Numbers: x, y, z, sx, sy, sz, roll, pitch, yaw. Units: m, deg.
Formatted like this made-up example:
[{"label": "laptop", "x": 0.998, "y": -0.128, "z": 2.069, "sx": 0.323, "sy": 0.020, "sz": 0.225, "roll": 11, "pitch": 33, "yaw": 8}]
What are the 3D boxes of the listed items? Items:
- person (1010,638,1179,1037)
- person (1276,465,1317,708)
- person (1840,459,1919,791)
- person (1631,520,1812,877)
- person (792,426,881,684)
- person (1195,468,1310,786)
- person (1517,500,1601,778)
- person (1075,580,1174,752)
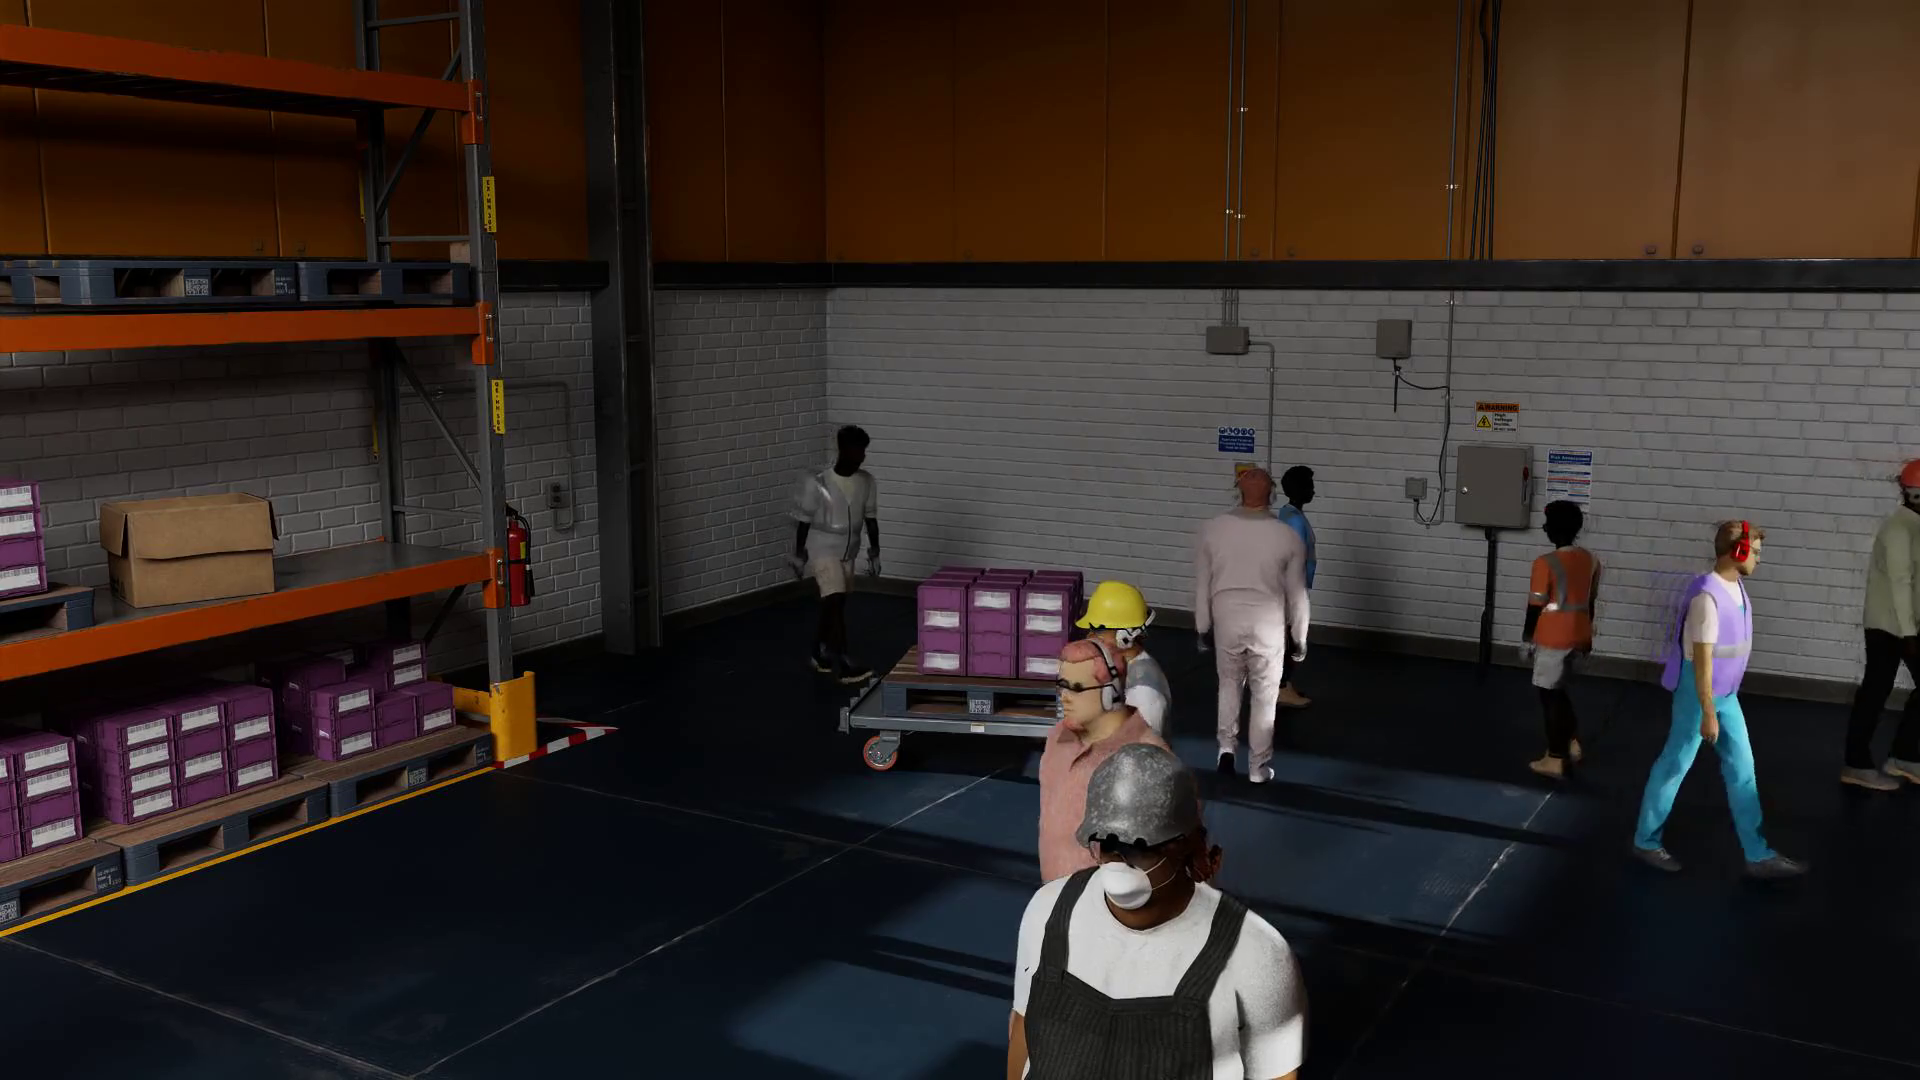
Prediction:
[{"label": "person", "x": 0.376, "y": 1.254, "z": 5.308, "sx": 0.821, "sy": 1.878, "sz": 0.650, "roll": -7, "pitch": 12, "yaw": -38}, {"label": "person", "x": 2.346, "y": 0.318, "z": 11.704, "sx": 0.316, "sy": 1.695, "sz": 0.541, "roll": 0, "pitch": 9, "yaw": 3}, {"label": "person", "x": 5.525, "y": 0.508, "z": 9.667, "sx": 0.646, "sy": 1.972, "sz": 0.640, "roll": 9, "pitch": 13, "yaw": 43}, {"label": "person", "x": 3.848, "y": 0.811, "z": 8.301, "sx": 0.904, "sy": 1.793, "sz": 0.624, "roll": 8, "pitch": 12, "yaw": 43}, {"label": "person", "x": -0.896, "y": 0.098, "z": 12.384, "sx": 0.640, "sy": 1.905, "sz": 0.982, "roll": -7, "pitch": 12, "yaw": -38}, {"label": "person", "x": 1.741, "y": 0.514, "z": 9.867, "sx": 0.675, "sy": 1.892, "sz": 0.434, "roll": 4, "pitch": 10, "yaw": 24}, {"label": "person", "x": 3.593, "y": 0.596, "z": 10.022, "sx": 0.540, "sy": 1.686, "sz": 0.378, "roll": -6, "pitch": 11, "yaw": -34}, {"label": "person", "x": 0.645, "y": 1.062, "z": 6.689, "sx": 0.405, "sy": 1.824, "sz": 0.585, "roll": -1, "pitch": 9, "yaw": -9}]
